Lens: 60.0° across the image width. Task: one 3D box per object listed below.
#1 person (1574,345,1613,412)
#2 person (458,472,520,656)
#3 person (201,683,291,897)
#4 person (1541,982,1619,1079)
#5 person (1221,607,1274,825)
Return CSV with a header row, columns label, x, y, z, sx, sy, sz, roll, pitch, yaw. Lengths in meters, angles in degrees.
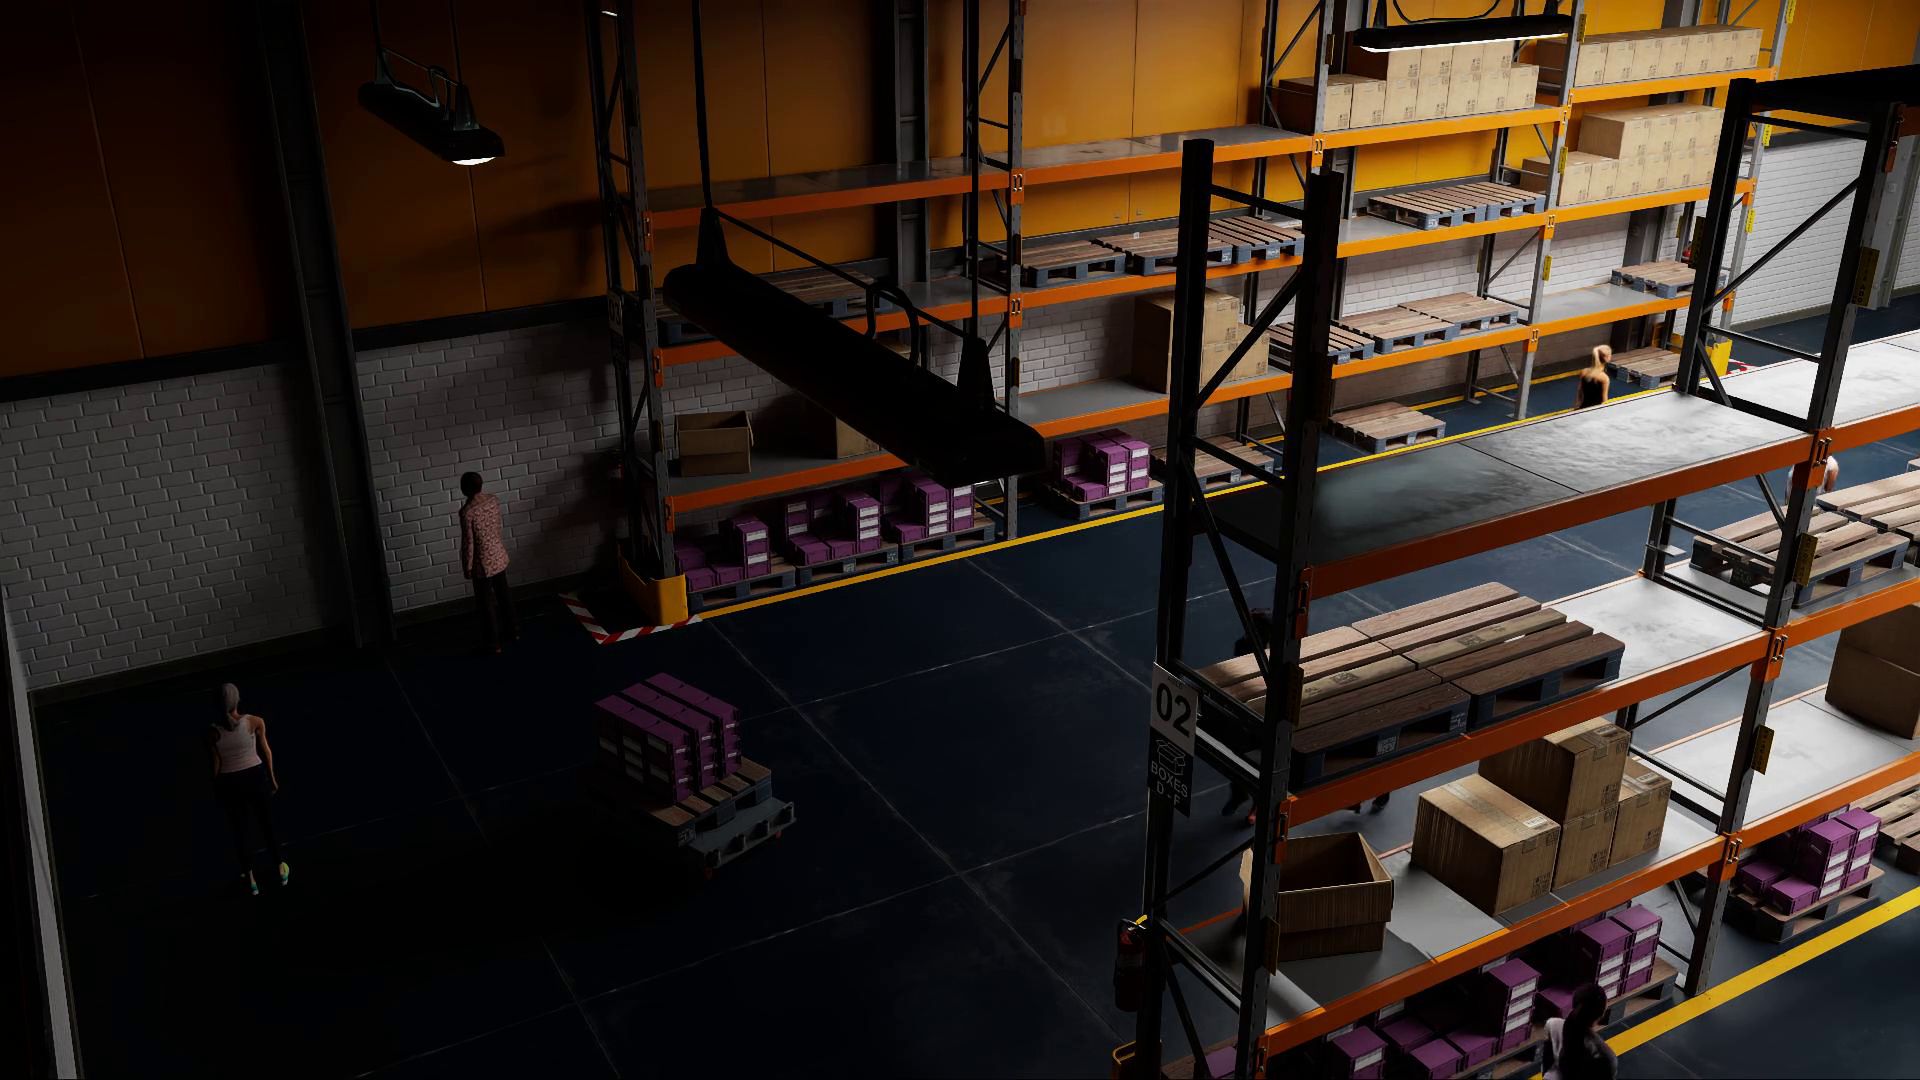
label,x,y,z,sx,sy,sz,roll,pitch,yaw
person,7.302,-1.400,19.470,1.114,1.822,0.693,-9,25,-20
person,-4.499,0.202,15.829,0.836,1.801,0.741,10,26,22
person,-5.266,1.822,12.246,0.464,1.702,0.662,-14,27,-29
person,3.310,3.199,9.152,0.715,1.658,0.616,-13,27,-27
person,2.384,1.356,13.092,0.783,1.879,0.790,16,28,33
